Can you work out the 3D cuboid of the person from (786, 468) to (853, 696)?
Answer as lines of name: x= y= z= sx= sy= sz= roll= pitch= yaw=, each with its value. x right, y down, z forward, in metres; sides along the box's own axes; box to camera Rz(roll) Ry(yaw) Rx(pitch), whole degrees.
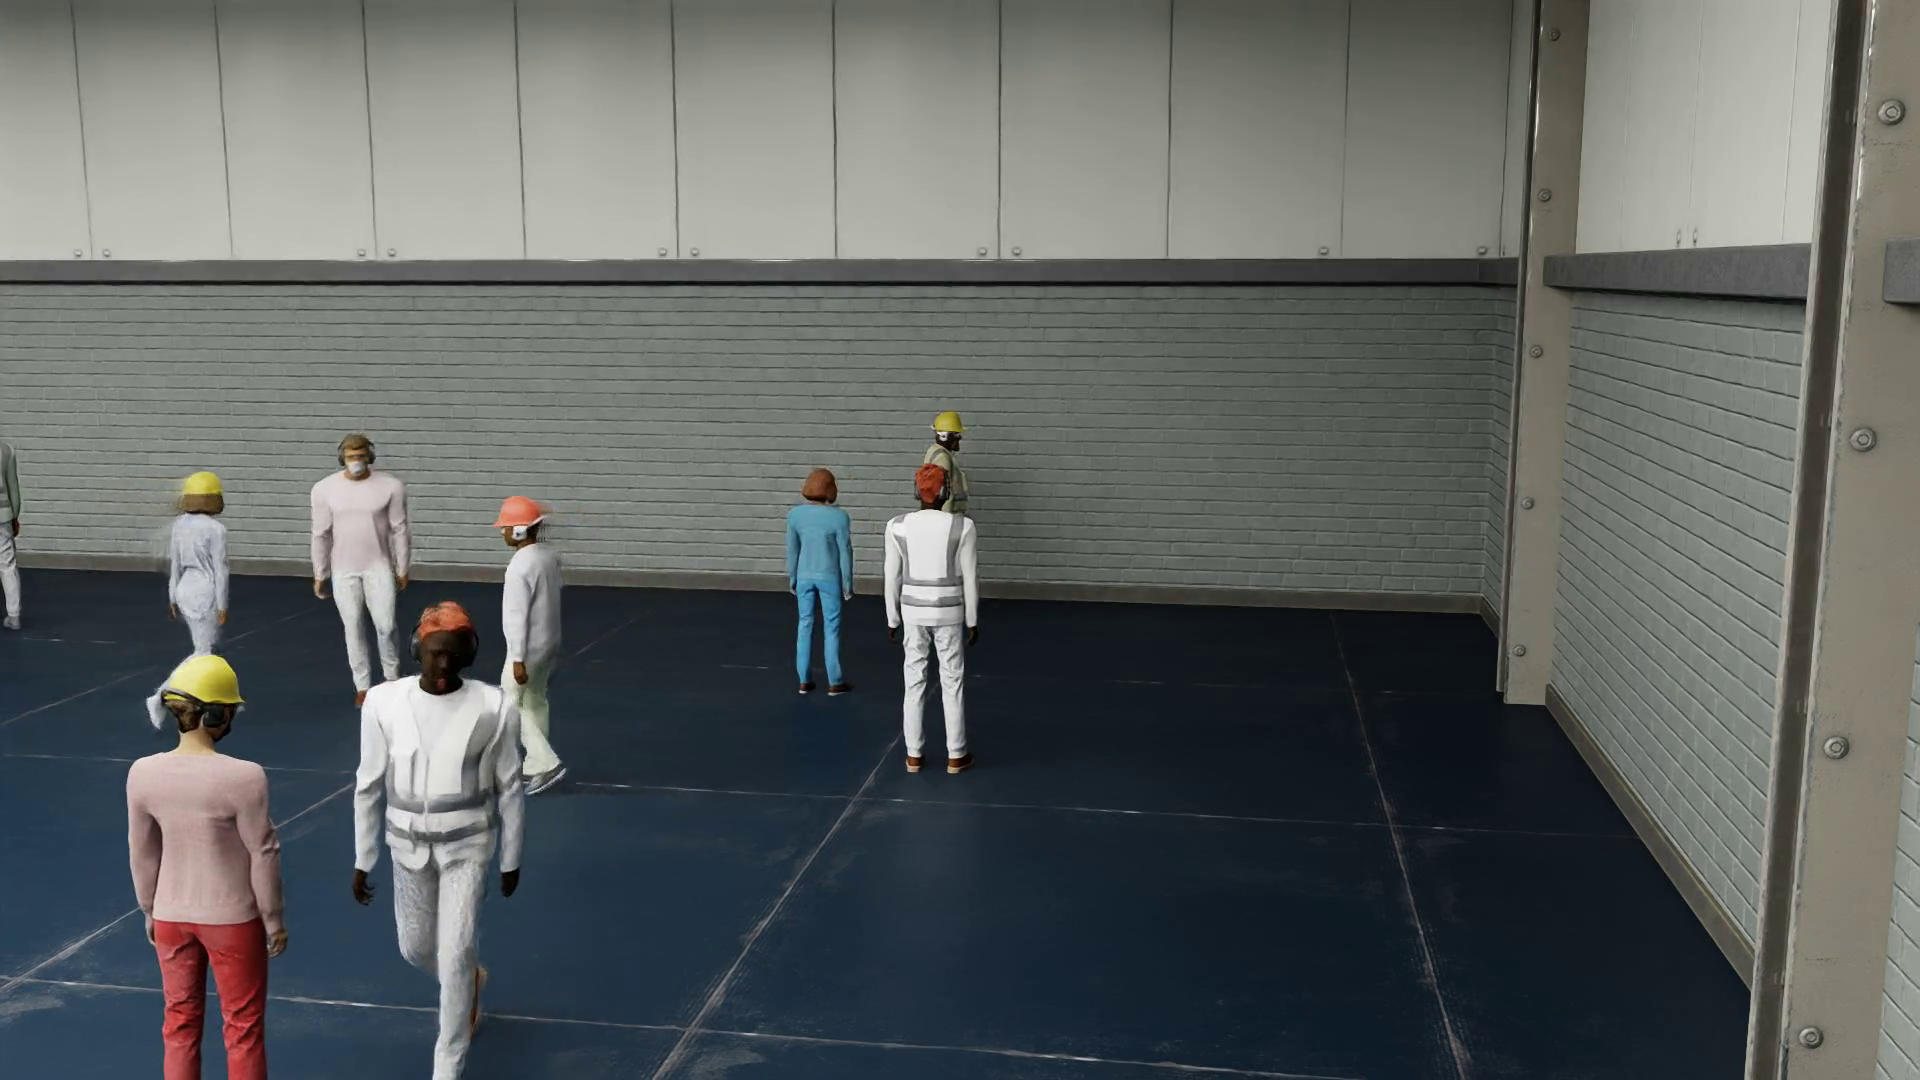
person: x=-0.999 y=0.298 z=11.912 sx=0.507 sy=1.631 sz=0.268 roll=3 pitch=10 yaw=20

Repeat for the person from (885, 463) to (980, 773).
person: x=-0.163 y=0.475 z=10.044 sx=0.573 sy=1.886 sz=0.359 roll=2 pitch=9 yaw=11

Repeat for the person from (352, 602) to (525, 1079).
person: x=-1.880 y=1.122 z=6.147 sx=0.583 sy=1.863 sz=0.821 roll=1 pitch=9 yaw=3

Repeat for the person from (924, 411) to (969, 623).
person: x=-0.125 y=-0.197 z=14.362 sx=0.403 sy=1.828 sz=0.596 roll=-1 pitch=9 yaw=-8

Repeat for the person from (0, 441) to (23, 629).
person: x=-8.169 y=-0.180 z=13.888 sx=0.406 sy=1.948 sz=0.605 roll=7 pitch=11 yaw=36

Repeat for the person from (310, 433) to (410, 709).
person: x=-4.137 y=0.218 z=11.497 sx=0.640 sy=1.923 sz=0.439 roll=-2 pitch=9 yaw=-14

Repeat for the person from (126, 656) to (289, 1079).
person: x=-2.504 y=1.261 z=5.592 sx=0.523 sy=1.759 sz=0.336 roll=2 pitch=9 yaw=11

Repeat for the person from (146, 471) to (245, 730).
person: x=-5.106 y=0.409 z=11.008 sx=0.499 sy=1.716 sz=0.745 roll=5 pitch=10 yaw=29

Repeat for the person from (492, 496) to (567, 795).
person: x=-2.523 y=0.606 z=9.681 sx=0.416 sy=1.741 sz=0.598 roll=2 pitch=9 yaw=9
